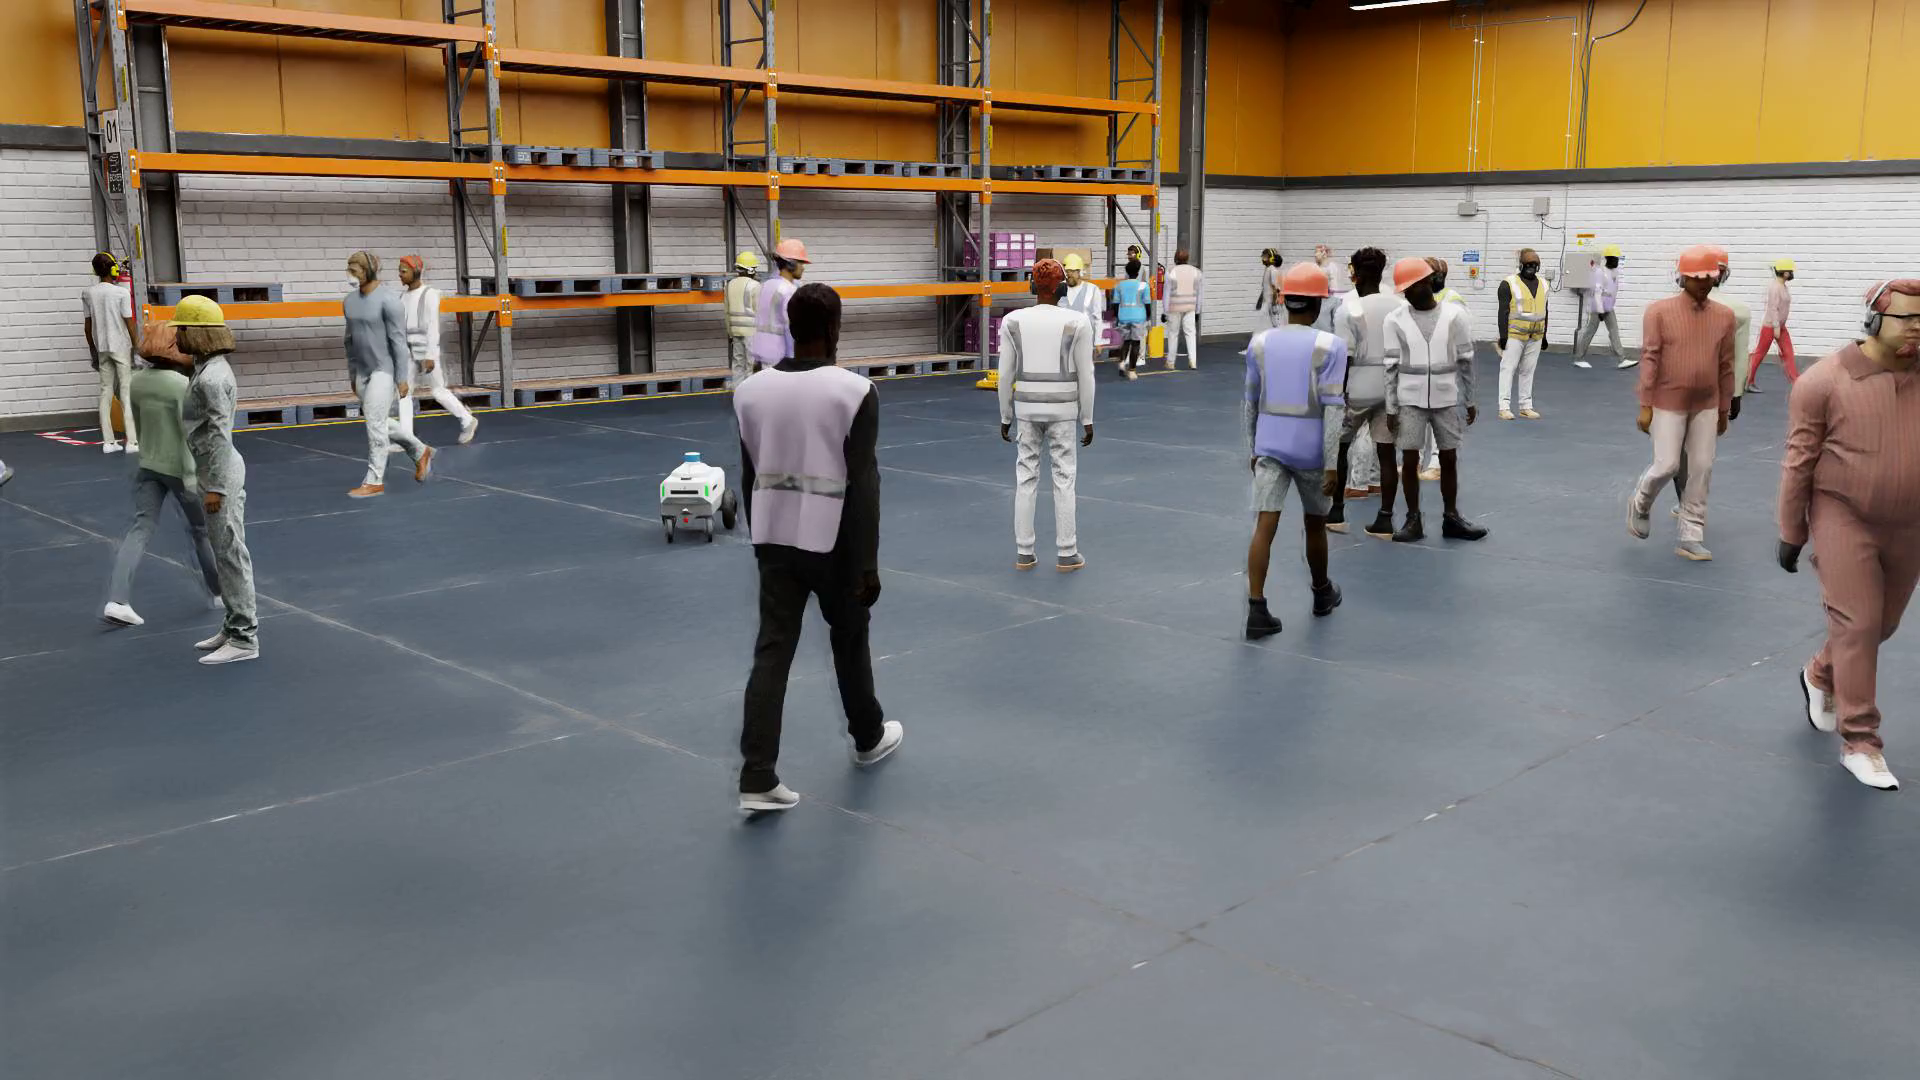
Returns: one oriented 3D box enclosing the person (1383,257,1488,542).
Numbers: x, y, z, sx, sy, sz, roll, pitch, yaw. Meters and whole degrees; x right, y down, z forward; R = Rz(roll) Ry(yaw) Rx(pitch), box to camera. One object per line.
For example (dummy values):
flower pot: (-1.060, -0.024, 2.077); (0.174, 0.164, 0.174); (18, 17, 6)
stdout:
person: (3.136, -0.904, 10.910); (0.735, 1.884, 0.452); (2, 11, 10)

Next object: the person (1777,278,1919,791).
person: (3.480, -0.071, 6.399); (0.641, 1.873, 0.927); (0, 10, 0)

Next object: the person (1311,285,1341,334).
person: (4.160, -2.293, 19.276); (0.514, 1.586, 0.852); (2, 11, 10)

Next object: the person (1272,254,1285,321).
person: (5.498, -4.129, 28.999); (0.317, 1.695, 0.540); (2, 11, 9)

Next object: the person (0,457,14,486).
person: (-7.778, -1.211, 13.009); (0.540, 1.718, 0.900); (-2, 11, -11)

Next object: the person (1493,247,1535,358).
person: (8.912, -3.744, 26.550); (0.558, 1.832, 0.520); (9, 13, 39)

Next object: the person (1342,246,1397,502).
person: (3.079, -1.259, 12.688); (0.375, 1.940, 0.627); (10, 14, 44)

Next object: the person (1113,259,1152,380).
person: (2.432, -3.085, 23.332); (0.543, 1.679, 0.372); (6, 12, 28)

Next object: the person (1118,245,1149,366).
person: (2.724, -3.647, 25.900); (0.313, 1.869, 0.528); (-9, 14, -42)

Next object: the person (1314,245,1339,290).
person: (6.181, -4.049, 28.115); (0.921, 1.869, 0.640); (-3, 11, -18)

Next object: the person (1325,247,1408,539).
person: (2.739, -0.993, 11.253); (0.633, 1.936, 0.780); (-3, 11, -15)

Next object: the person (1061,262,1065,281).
person: (1.461, -3.331, 24.822); (0.499, 1.633, 0.282); (10, 14, 42)

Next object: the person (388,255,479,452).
person: (-5.051, -1.778, 15.787); (0.572, 1.847, 0.913); (7, 12, 32)

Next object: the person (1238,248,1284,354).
person: (5.303, -4.051, 28.278); (0.985, 1.813, 0.546); (1, 10, 6)

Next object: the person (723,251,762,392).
person: (-2.438, -2.391, 19.143); (0.587, 1.835, 0.404); (8, 13, 38)

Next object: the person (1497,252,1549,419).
person: (6.228, -2.249, 18.368); (0.619, 1.839, 0.430); (-3, 11, -15)

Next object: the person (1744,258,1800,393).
person: (10.454, -2.705, 21.135); (0.547, 1.716, 0.909); (-10, 14, -43)

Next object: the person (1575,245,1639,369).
person: (9.806, -3.522, 25.213); (0.610, 1.866, 0.999); (-7, 13, -35)

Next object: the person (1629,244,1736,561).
person: (4.546, -0.871, 10.486); (0.636, 1.970, 0.597); (0, 10, -3)

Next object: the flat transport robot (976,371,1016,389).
flat transport robot: (0.896, -2.178, 22.248); (0.652, 0.197, 1.431); (7, 13, 35)

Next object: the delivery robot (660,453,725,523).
delivery robot: (-1.803, -0.347, 11.235); (0.477, 0.478, 0.707); (0, 10, 0)

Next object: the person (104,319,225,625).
person: (-4.187, -0.358, 8.753); (0.512, 1.595, 0.877); (4, 11, 22)

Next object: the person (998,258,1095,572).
person: (0.525, -0.746, 10.038); (0.586, 1.882, 0.340); (3, 11, 16)

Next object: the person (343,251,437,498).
person: (-4.509, -1.313, 13.088); (0.638, 1.914, 0.852); (7, 13, 34)

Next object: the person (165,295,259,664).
person: (-3.561, -0.287, 7.919); (0.295, 1.744, 0.491); (-5, 12, -26)

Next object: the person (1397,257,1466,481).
person: (3.876, -1.414, 13.798); (0.429, 1.845, 0.621); (-5, 11, -24)

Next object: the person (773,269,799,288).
person: (-2.107, -2.561, 19.898); (0.795, 1.891, 0.647); (-3, 11, -18)

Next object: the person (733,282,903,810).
person: (-0.540, 0.010, 6.018); (0.603, 1.860, 1.046); (4, 11, 22)

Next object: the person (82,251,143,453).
person: (-7.865, -1.740, 15.488); (0.513, 1.877, 0.328); (1, 10, 7)

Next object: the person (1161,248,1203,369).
person: (3.347, -3.485, 25.171); (0.630, 1.851, 0.507); (-2, 11, -11)

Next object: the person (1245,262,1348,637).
person: (1.724, -0.475, 8.563); (0.565, 1.883, 0.985); (7, 12, 33)

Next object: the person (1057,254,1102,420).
person: (1.214, -2.156, 17.884); (0.614, 1.822, 0.419); (3, 11, 17)

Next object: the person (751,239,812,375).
person: (-1.493, -1.544, 14.154); (0.860, 1.990, 0.641); (-5, 11, -25)

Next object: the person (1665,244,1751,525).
person: (5.123, -1.056, 11.516); (0.625, 1.972, 0.838); (2, 11, 9)
